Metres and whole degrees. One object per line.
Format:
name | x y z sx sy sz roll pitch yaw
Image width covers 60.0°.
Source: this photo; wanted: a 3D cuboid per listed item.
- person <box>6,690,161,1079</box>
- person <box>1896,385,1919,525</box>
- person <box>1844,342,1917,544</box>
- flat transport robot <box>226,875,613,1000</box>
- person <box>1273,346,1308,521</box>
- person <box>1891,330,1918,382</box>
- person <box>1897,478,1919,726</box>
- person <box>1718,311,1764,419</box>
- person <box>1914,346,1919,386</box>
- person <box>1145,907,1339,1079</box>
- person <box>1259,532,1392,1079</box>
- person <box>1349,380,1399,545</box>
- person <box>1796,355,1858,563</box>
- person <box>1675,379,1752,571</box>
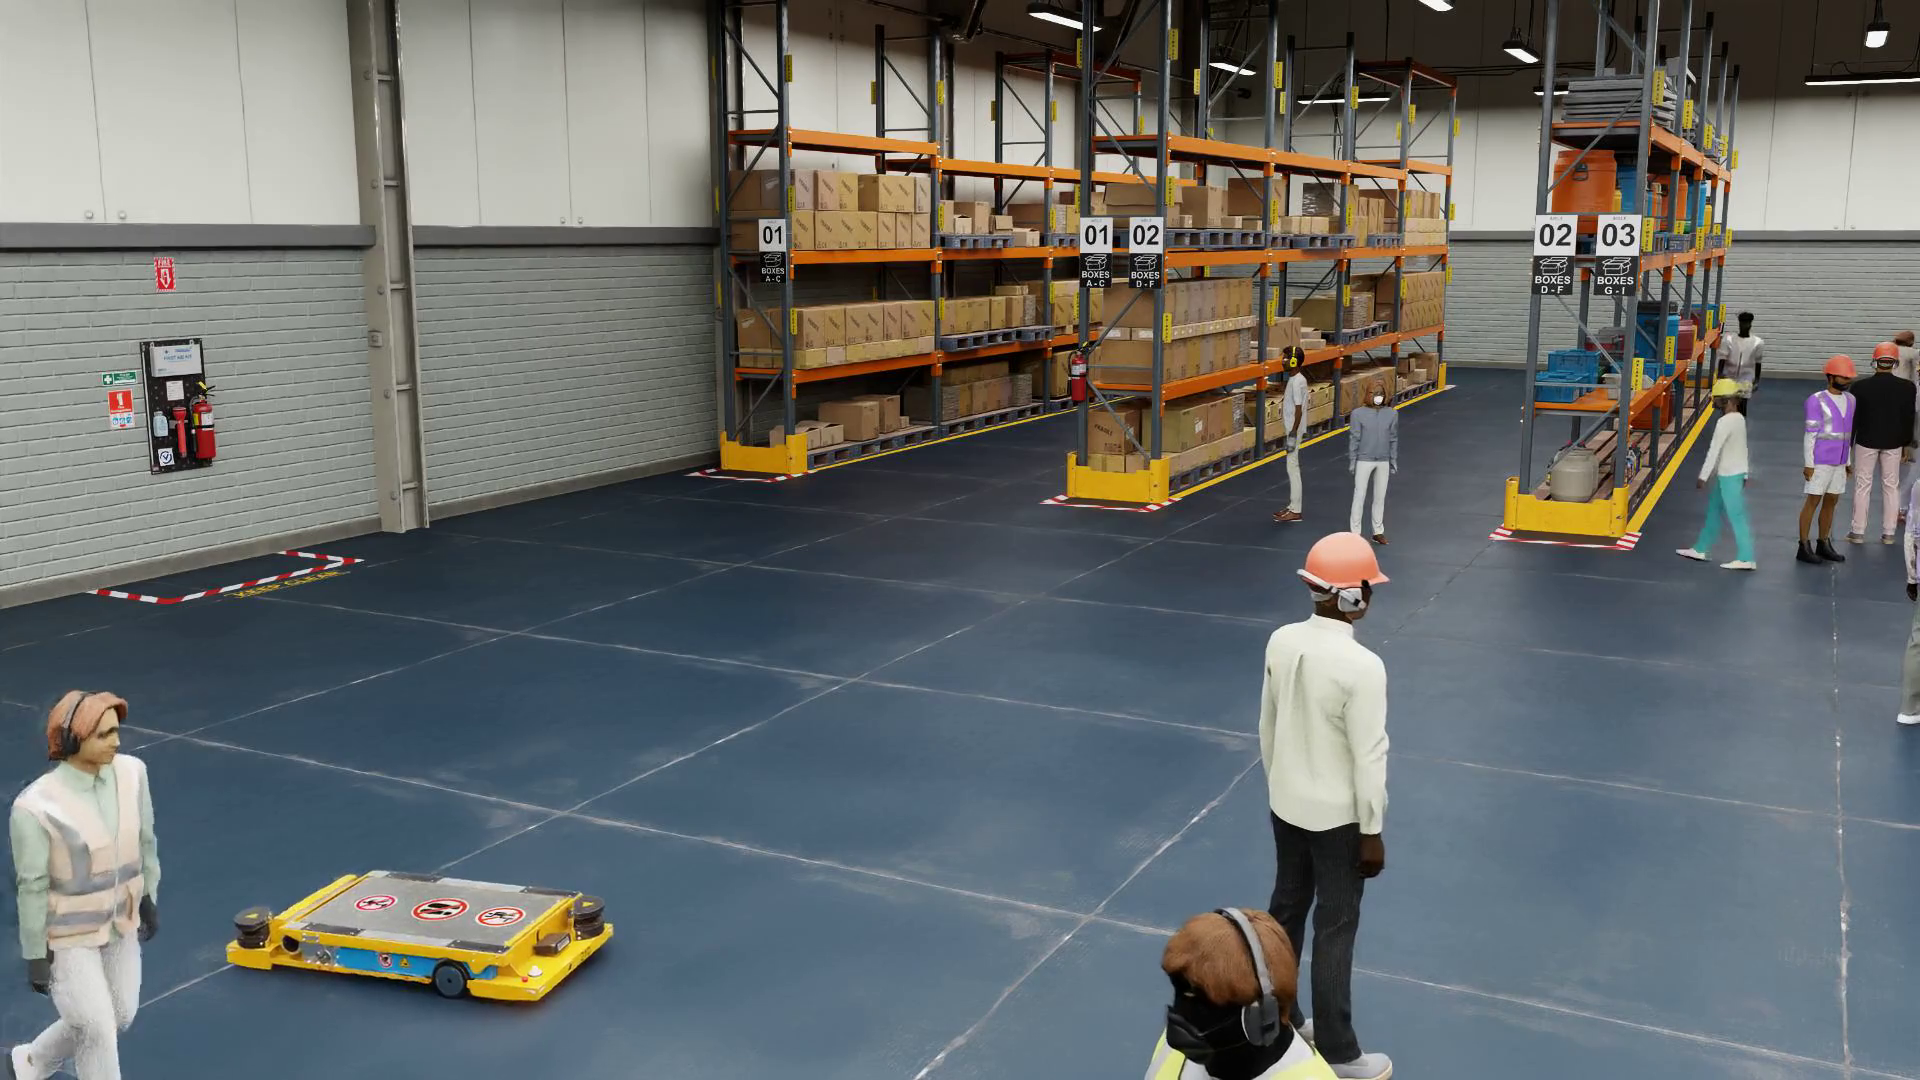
person | -2.905 1.255 5.425 0.645 1.616 0.516 4 11 18
person | 9.951 -0.994 17.098 0.528 1.834 0.928 2 11 12
person | 9.050 -0.952 16.405 0.613 1.995 0.391 3 11 15
flat transport robot | -2.260 1.637 6.992 1.431 0.197 0.652 3 11 15
person | 3.528 -1.131 17.720 0.317 1.870 0.531 2 11 10
person | 14.325 -2.414 25.462 0.662 1.595 0.503 -6 12 -30
person | 6.033 0.234 10.124 0.384 1.924 0.593 -3 11 -15
person | 11.523 -2.419 24.596 0.603 1.938 0.936 5 12 27
person | 14.236 -2.286 24.229 0.598 1.796 0.889 5 11 25
person | 0.509 1.562 3.140 0.429 1.835 0.630 -3 11 -17
person | 1.323 0.956 5.997 0.391 1.995 0.613 -5 12 -25
person | 4.057 -0.759 16.334 0.507 1.632 0.274 -2 11 -9
person | 8.083 -0.745 15.435 0.553 1.933 0.368 -4 11 -20
person | 6.938 -0.604 15.233 0.822 1.727 0.541 8 13 37
